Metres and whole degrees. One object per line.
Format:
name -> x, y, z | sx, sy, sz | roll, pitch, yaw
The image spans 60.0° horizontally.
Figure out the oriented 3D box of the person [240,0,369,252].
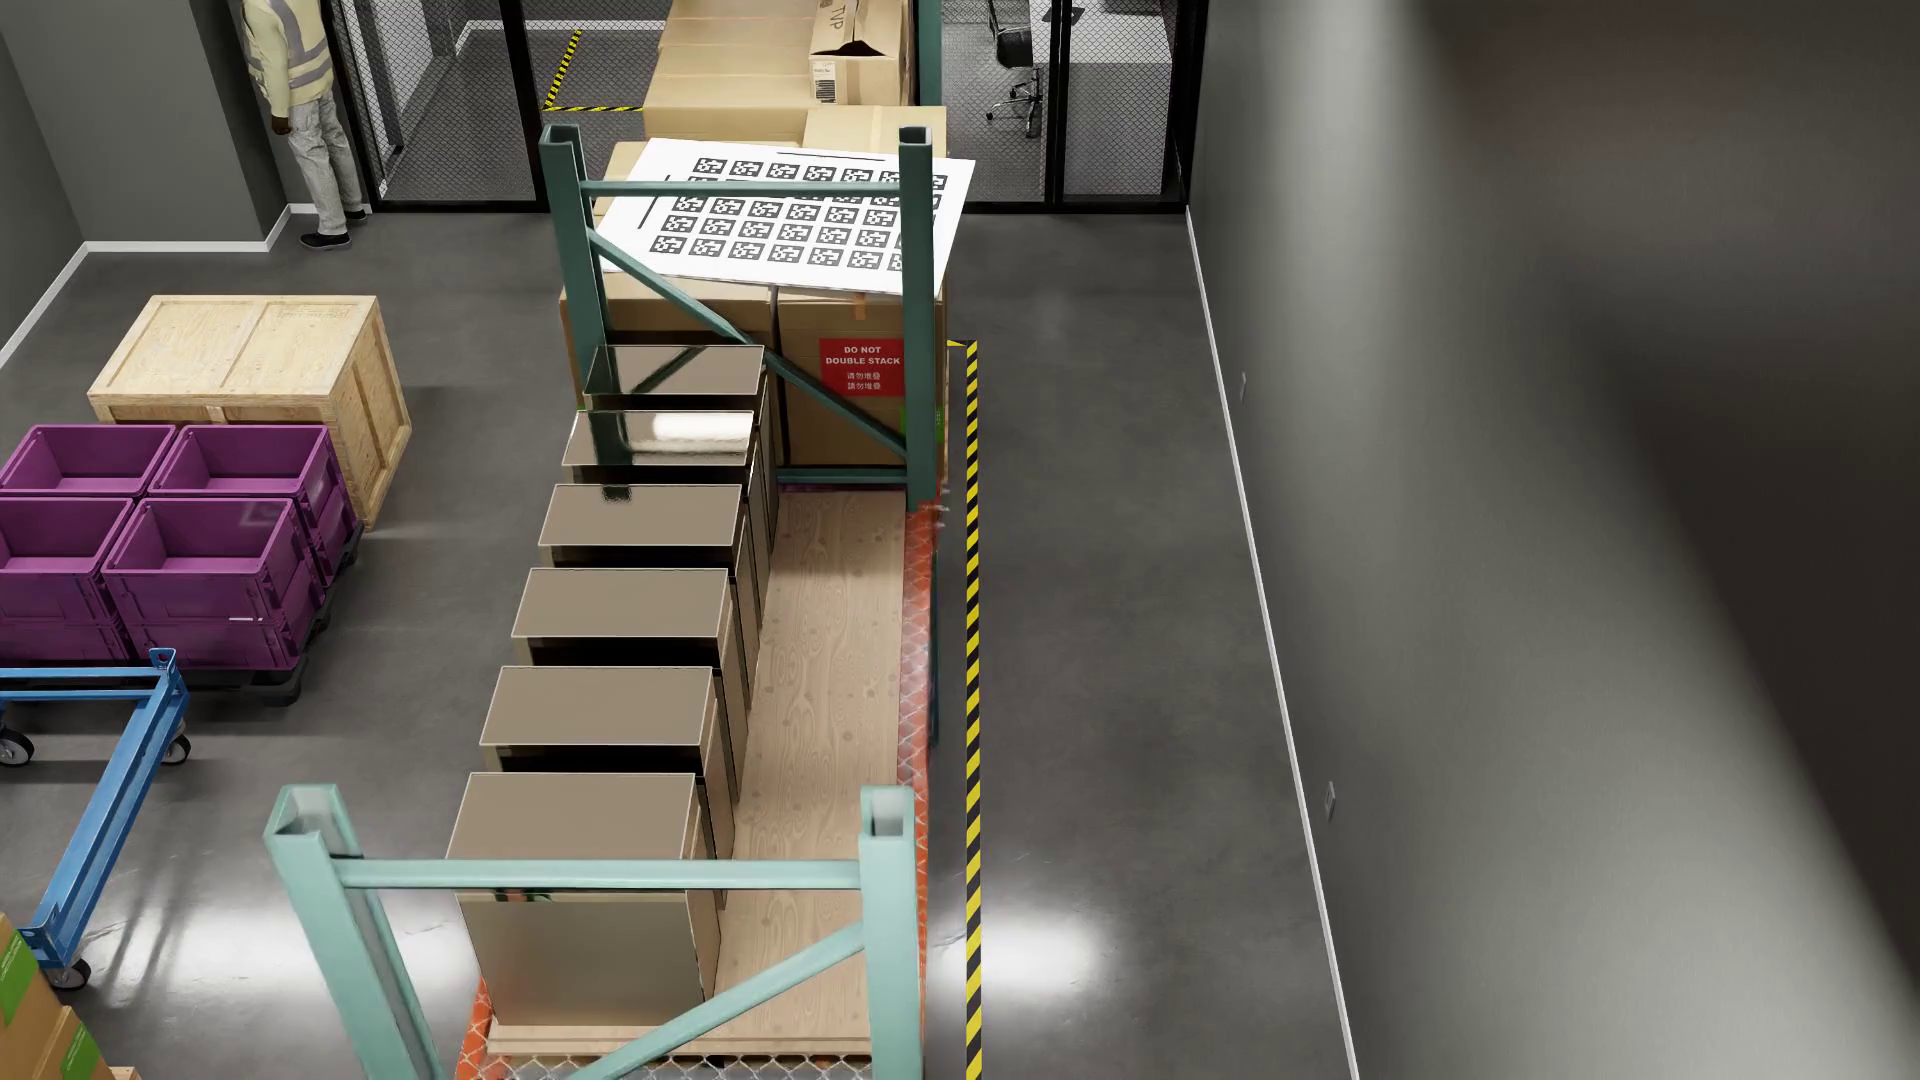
person -> -3.477, -2.394, 8.702 | 0.404, 1.831, 0.600 | 5, 41, 5
